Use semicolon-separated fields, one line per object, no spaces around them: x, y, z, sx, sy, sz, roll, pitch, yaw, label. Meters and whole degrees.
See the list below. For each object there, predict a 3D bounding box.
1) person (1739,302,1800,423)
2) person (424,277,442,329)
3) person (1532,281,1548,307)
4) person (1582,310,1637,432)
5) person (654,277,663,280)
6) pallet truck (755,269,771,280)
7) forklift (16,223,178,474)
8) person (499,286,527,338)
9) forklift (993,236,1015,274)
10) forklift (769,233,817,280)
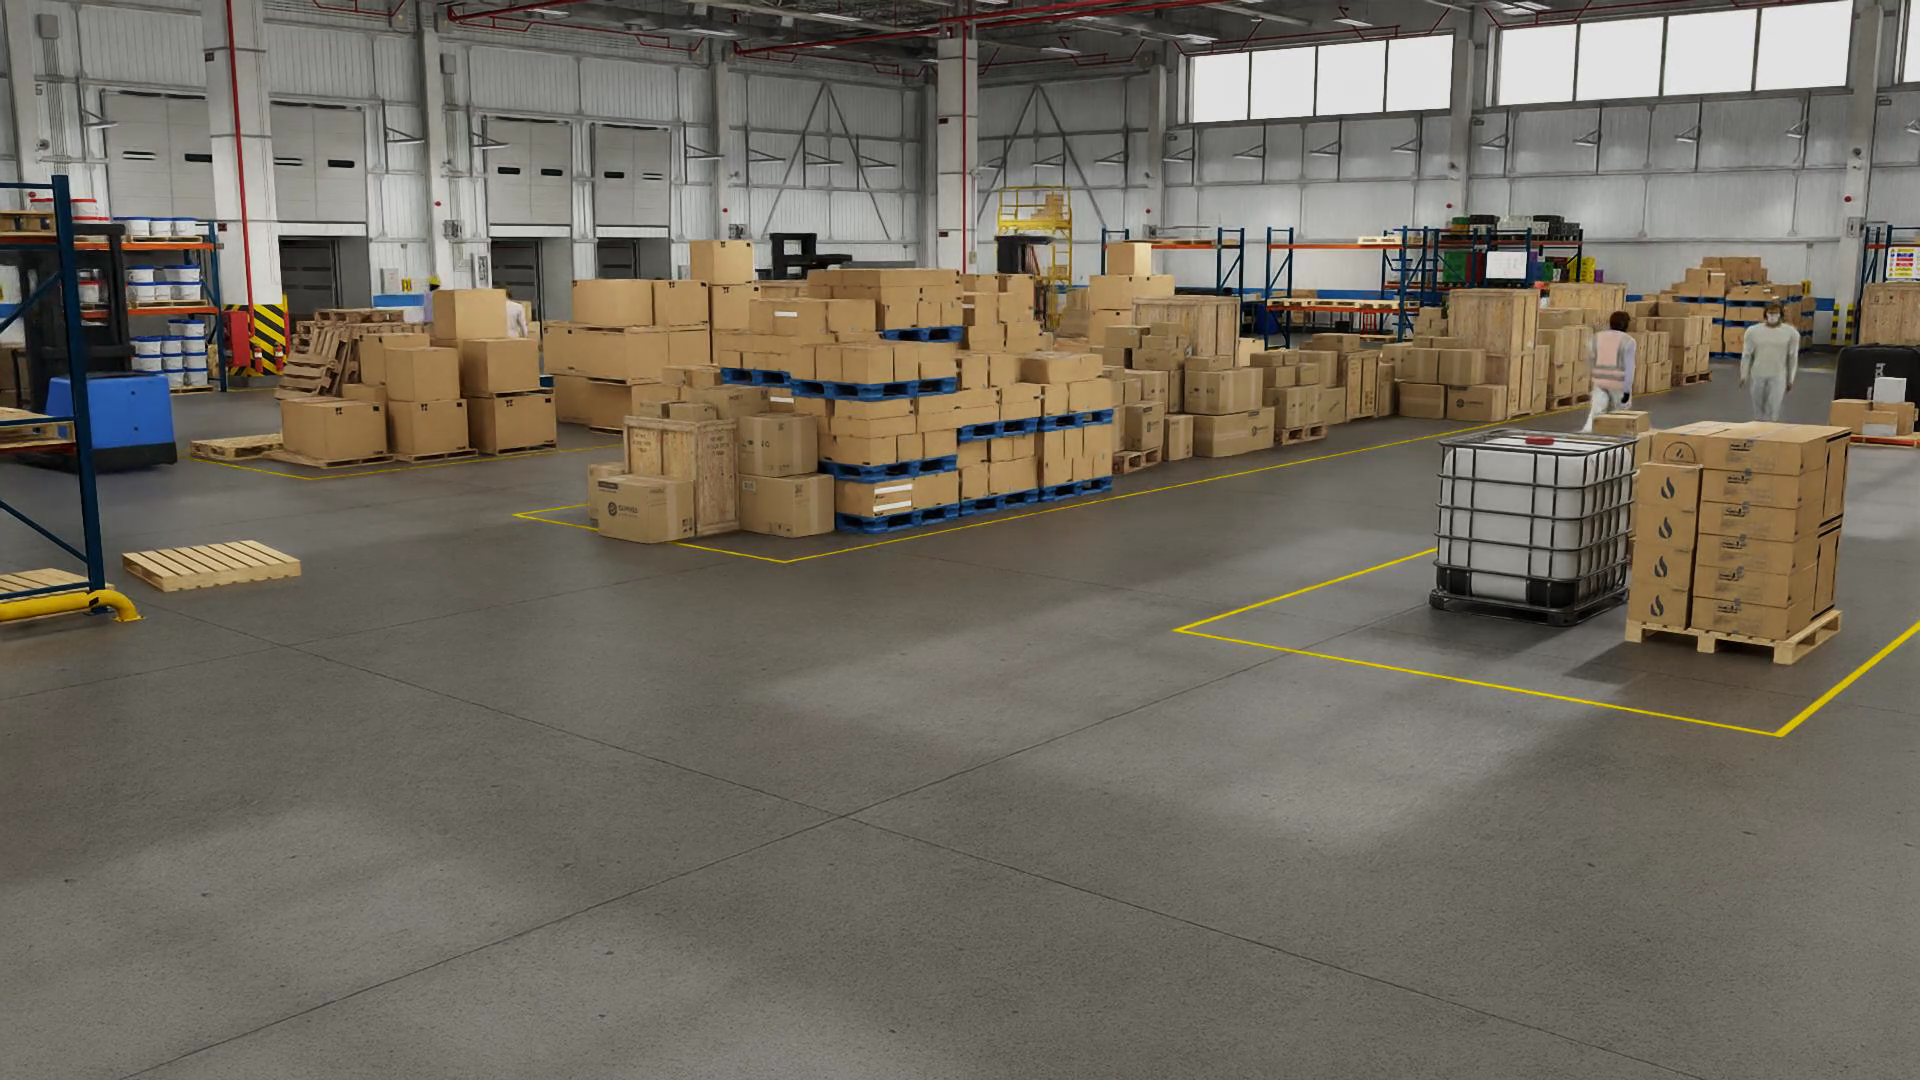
9.951;-1.980;20.495;0.632;1.884;1.033;6;12;31;person
-11.719;-4.945;37.331;0.769;1.897;0.628;-8;13;-38;person
11.828;-4.318;33.851;1.012;1.889;0.550;4;11;22;person
7.847;-1.868;20.086;0.869;1.816;0.620;-8;13;-38;person
-6.509;-4.726;36.021;0.634;1.929;0.381;-5;11;-24;person
-4.996;-6.432;45.525;1.885;1.965;0.823;-6;12;-32;pallet truck
-10.074;-2.254;19.228;1.873;2.768;1.129;8;13;40;forklift
-7.831;-3.445;28.803;0.638;1.926;0.693;0;10;1;person
1.065;-5.693;38.807;1.873;2.768;1.129;2;10;12;forklift
-3.099;-4.334;31.069;1.873;2.768;1.129;8;13;40;forklift
